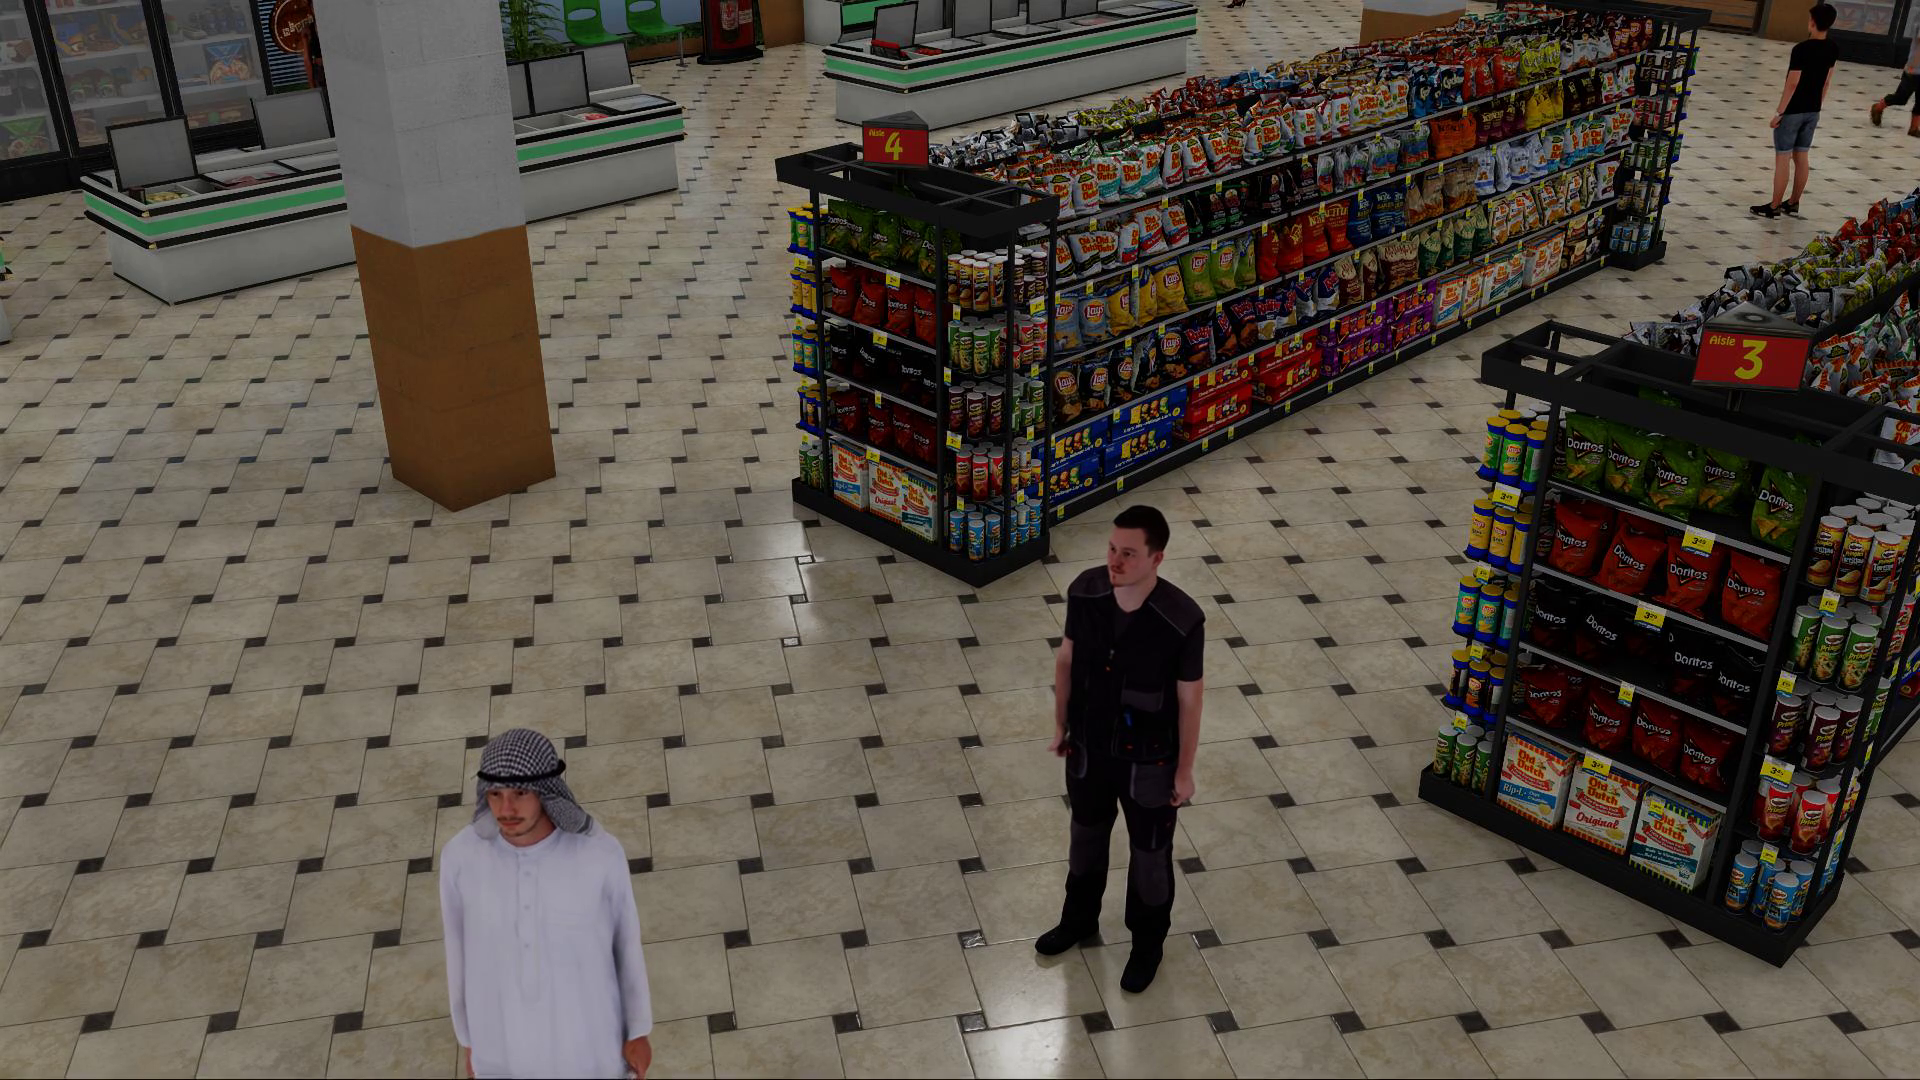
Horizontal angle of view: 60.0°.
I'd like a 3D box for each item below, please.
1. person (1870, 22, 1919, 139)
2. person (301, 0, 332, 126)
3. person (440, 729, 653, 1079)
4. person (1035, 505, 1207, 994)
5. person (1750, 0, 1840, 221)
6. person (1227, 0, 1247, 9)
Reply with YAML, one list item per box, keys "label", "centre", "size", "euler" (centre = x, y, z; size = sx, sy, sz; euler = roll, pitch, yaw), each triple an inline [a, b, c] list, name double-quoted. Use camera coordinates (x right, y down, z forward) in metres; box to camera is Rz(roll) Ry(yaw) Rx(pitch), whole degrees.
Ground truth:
- label: "person"
  centre: [10.099, -5.040, 17.594]
  size: [0.990, 1.437, 0.878]
  euler: [-11, 29, -20]
- label: "person"
  centre: [-6.085, -4.392, 16.115]
  size: [0.573, 1.619, 0.706]
  euler: [-12, 29, -22]
- label: "person"
  centre: [-1.102, 1.328, 4.497]
  size: [0.807, 1.926, 0.879]
  euler: [-2, 27, -3]
- label: "person"
  centre: [0.578, 0.716, 5.793]
  size: [0.746, 1.845, 0.633]
  euler: [18, 32, 32]
- label: "person"
  centre: [7.393, -3.767, 14.632]
  size: [0.639, 1.847, 0.802]
  euler: [-10, 29, -20]
- label: "person"
  centre: [4.179, -8.840, 24.708]
  size: [0.673, 1.781, 0.496]
  euler: [19, 32, 32]
